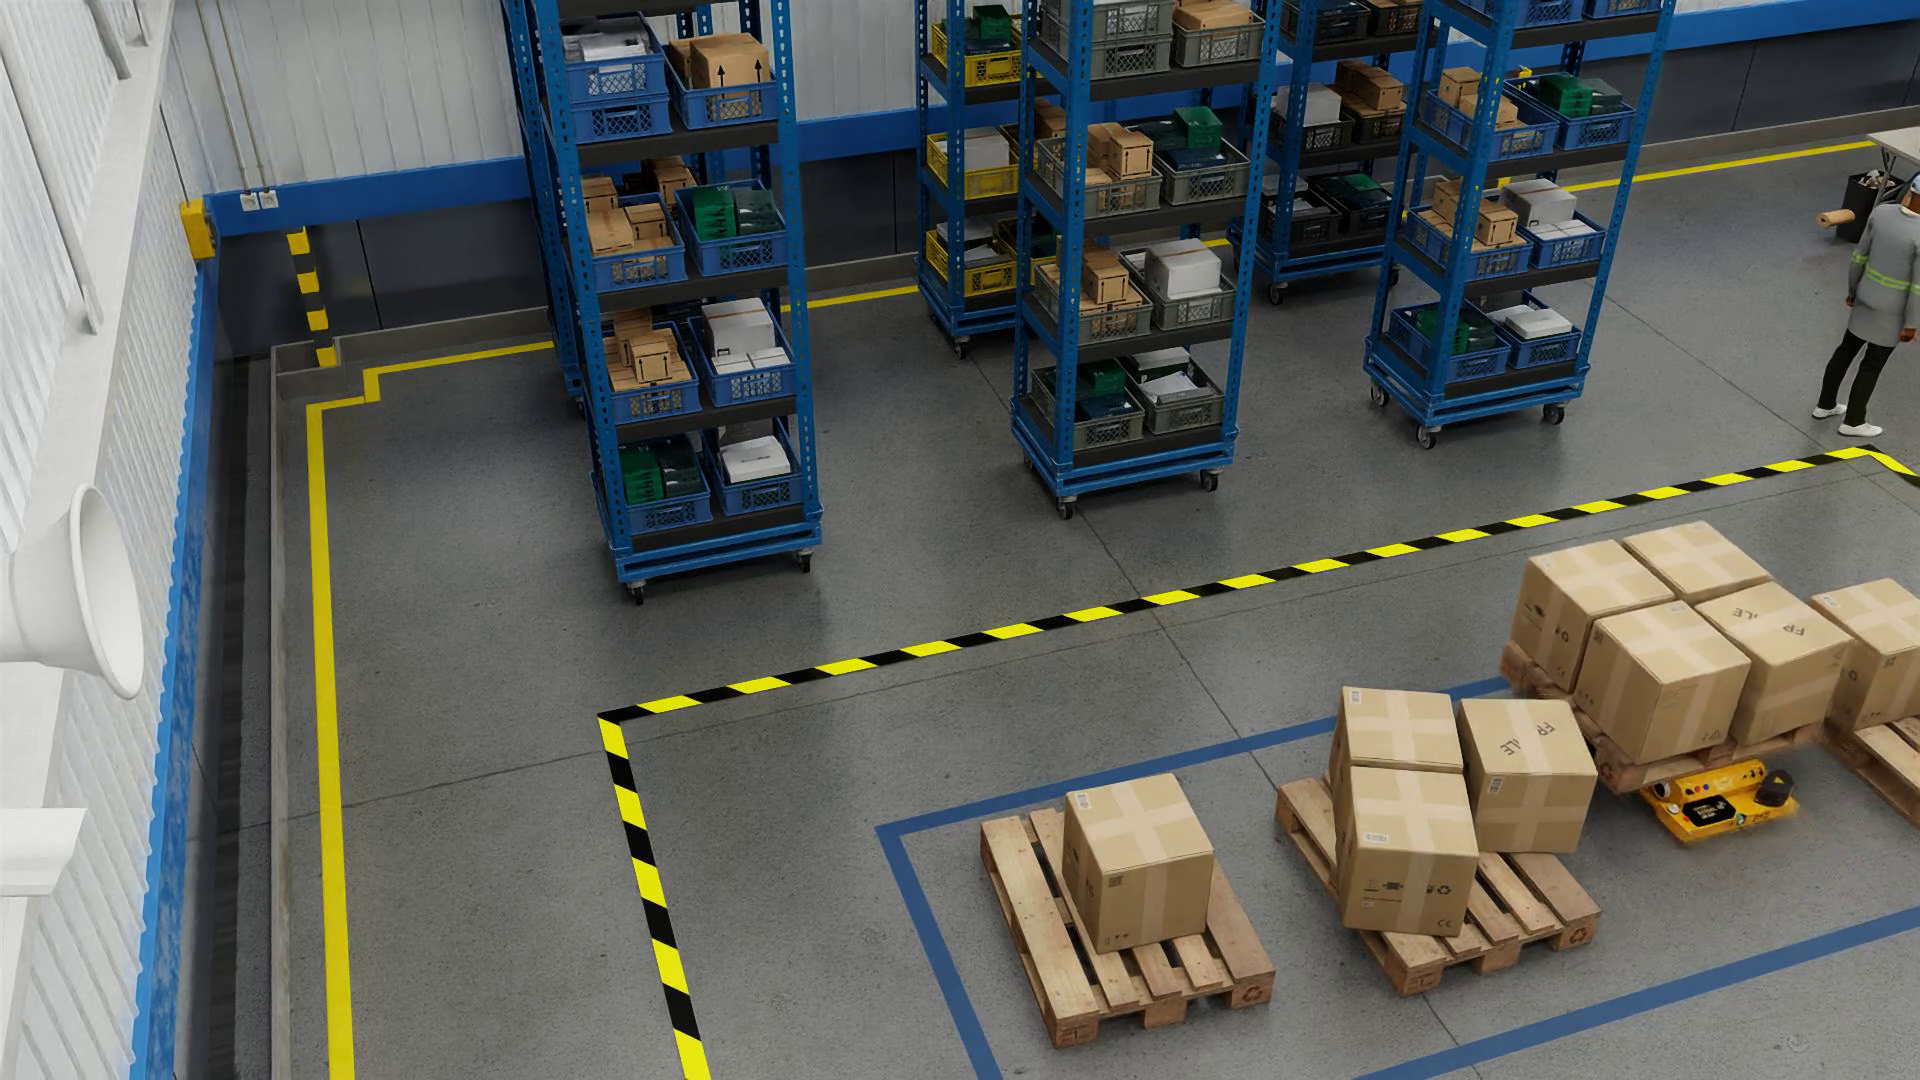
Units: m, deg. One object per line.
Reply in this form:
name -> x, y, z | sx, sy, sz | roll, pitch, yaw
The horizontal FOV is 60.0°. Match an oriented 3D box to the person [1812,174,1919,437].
person -> 6.067, -1.554, 10.885 | 0.388, 1.849, 0.597 | -10, 37, -14

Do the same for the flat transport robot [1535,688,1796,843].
flat transport robot -> 3.600, 0.954, 8.679 | 0.652, 0.197, 1.431 | -11, 37, -15
